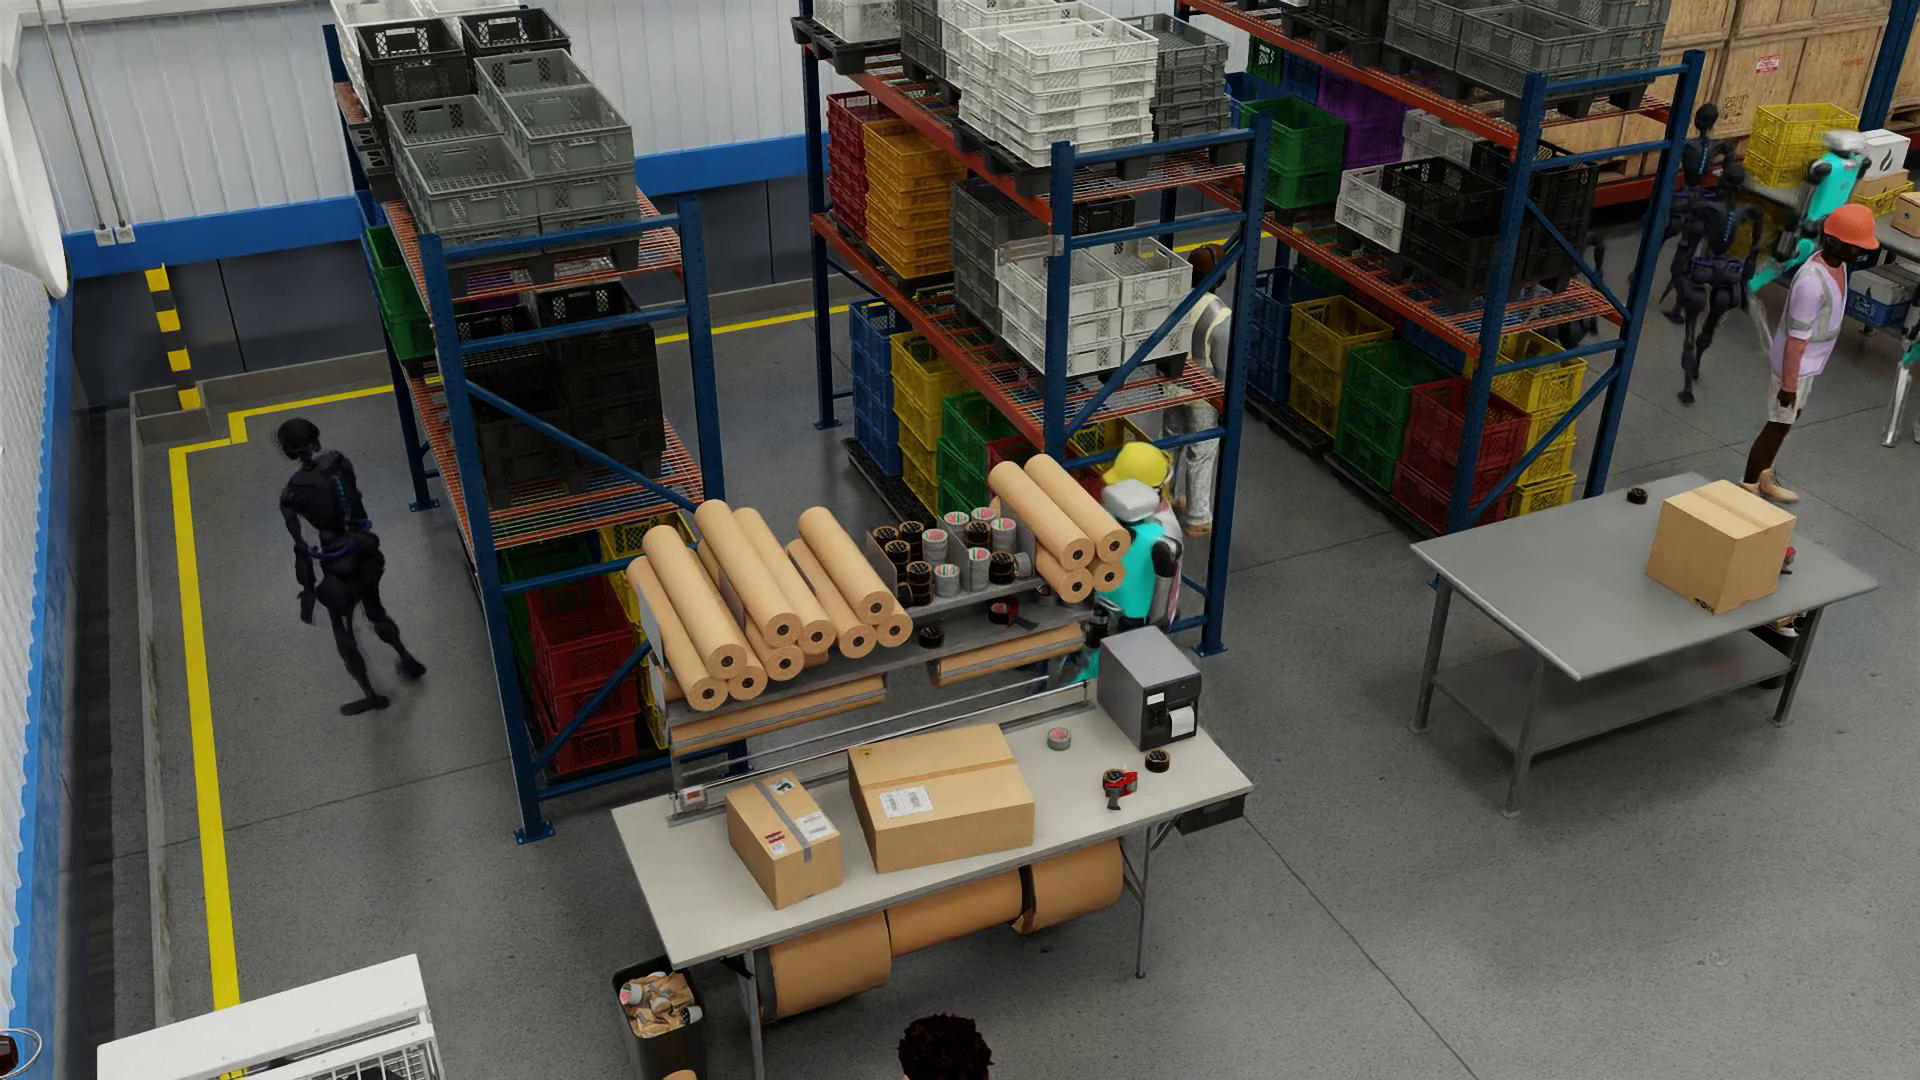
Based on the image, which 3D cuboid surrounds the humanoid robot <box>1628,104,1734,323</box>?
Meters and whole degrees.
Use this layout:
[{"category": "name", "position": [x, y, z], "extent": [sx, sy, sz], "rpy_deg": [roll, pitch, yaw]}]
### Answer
[{"category": "humanoid robot", "position": [5.566, -2.550, 12.806], "extent": [0.601, 1.623, 0.768], "rpy_deg": [2, 32, 4]}]

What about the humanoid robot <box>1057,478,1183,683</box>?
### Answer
[{"category": "humanoid robot", "position": [0.544, 0.639, 7.564], "extent": [0.853, 1.793, 0.567], "rpy_deg": [-22, 38, -32]}]

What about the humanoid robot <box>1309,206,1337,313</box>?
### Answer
[{"category": "humanoid robot", "position": [2.810, -2.494, 12.684], "extent": [0.327, 1.642, 0.595], "rpy_deg": [1, 32, 2]}]

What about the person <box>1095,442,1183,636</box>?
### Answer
[{"category": "person", "position": [0.823, 0.349, 7.918], "extent": [0.404, 1.829, 0.599], "rpy_deg": [-5, 32, -8]}]

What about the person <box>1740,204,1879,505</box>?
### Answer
[{"category": "person", "position": [5.093, -1.062, 10.022], "extent": [0.403, 2.031, 0.609], "rpy_deg": [22, 38, 32]}]

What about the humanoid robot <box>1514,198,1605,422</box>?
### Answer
[{"category": "humanoid robot", "position": [4.024, -1.541, 11.172], "extent": [0.608, 1.626, 0.739], "rpy_deg": [-5, 32, -7]}]

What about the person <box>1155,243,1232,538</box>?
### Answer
[{"category": "person", "position": [1.414, -0.893, 9.921], "extent": [0.429, 1.841, 0.635], "rpy_deg": [-21, 37, -30]}]

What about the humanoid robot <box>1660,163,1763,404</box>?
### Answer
[{"category": "humanoid robot", "position": [5.216, -1.791, 11.566], "extent": [0.585, 1.638, 0.719], "rpy_deg": [4, 32, 7]}]

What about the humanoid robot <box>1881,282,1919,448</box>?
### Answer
[{"category": "humanoid robot", "position": [6.449, -1.405, 10.835], "extent": [0.560, 1.736, 0.853], "rpy_deg": [16, 35, 24]}]

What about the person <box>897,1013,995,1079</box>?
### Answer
[{"category": "person", "position": [-0.072, 2.118, 4.912], "extent": [0.364, 1.963, 0.610], "rpy_deg": [6, 32, 10]}]

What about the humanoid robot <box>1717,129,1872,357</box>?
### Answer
[{"category": "humanoid robot", "position": [5.981, -2.236, 12.225], "extent": [0.554, 1.773, 0.967], "rpy_deg": [-14, 34, -22]}]

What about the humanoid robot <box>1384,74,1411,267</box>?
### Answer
[{"category": "humanoid robot", "position": [3.519, -2.798, 13.093], "extent": [0.664, 1.776, 0.542], "rpy_deg": [10, 33, 16]}]

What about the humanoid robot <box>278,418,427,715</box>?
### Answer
[{"category": "humanoid robot", "position": [-3.090, 0.126, 8.428], "extent": [0.415, 1.647, 0.590], "rpy_deg": [8, 33, 13]}]

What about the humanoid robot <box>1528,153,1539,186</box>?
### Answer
[{"category": "humanoid robot", "position": [3.692, -2.061, 11.950], "extent": [0.658, 1.829, 0.536], "rpy_deg": [7, 32, 11]}]
